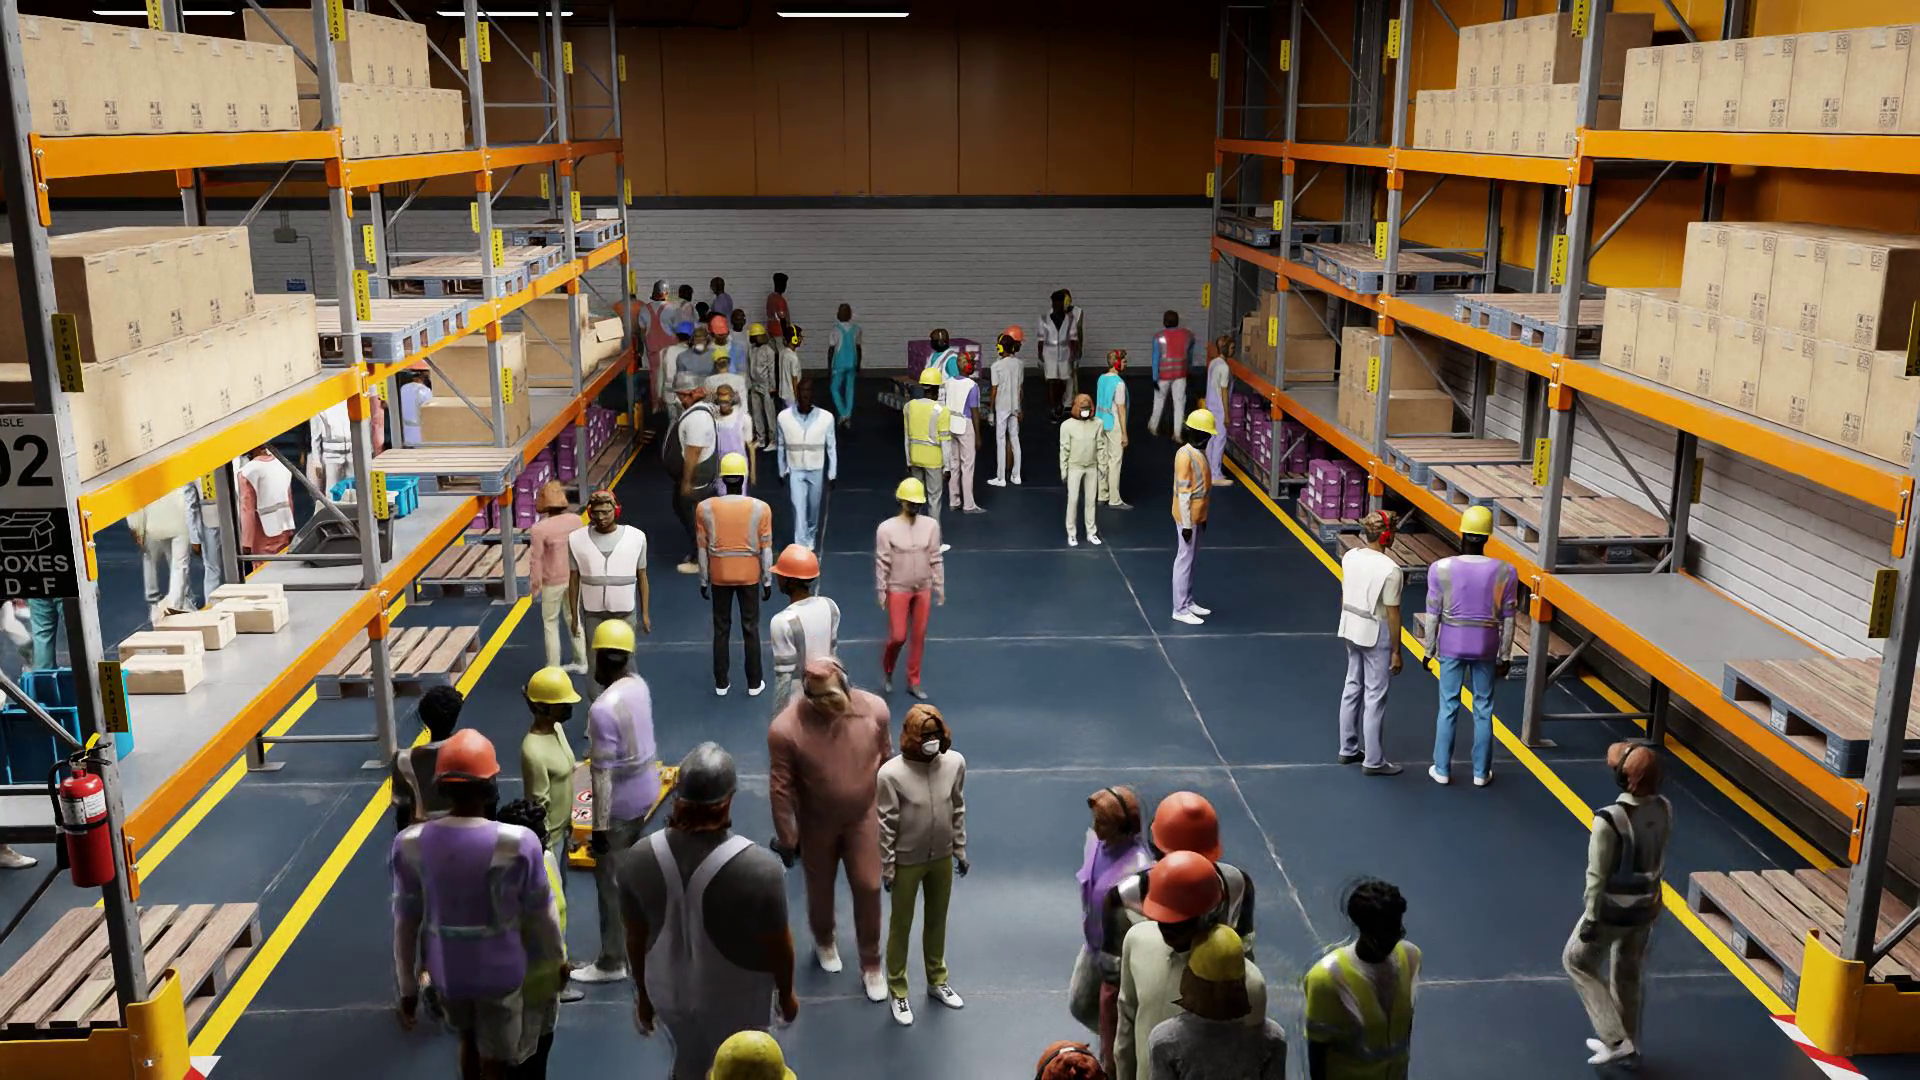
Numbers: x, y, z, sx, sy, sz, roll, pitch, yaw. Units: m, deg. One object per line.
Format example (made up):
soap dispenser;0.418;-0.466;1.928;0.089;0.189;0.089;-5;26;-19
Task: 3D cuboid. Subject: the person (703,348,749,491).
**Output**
person;-2.814;-1.438;20.031;0.561;1.708;0.860;0;14;-2

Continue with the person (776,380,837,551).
person;-1.551;-0.720;16.907;0.603;1.880;1.016;-2;14;-6

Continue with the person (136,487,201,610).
person;-7.046;-0.103;14.869;0.565;1.687;0.933;-3;15;-11

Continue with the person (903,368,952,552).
person;-0.321;-0.826;17.216;0.584;1.918;0.408;10;17;34

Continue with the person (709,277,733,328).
person;-3.826;-3.270;26.786;0.362;1.932;0.630;3;15;10

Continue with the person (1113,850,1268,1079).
person;0.785;2.018;5.915;0.620;1.986;0.410;14;20;43

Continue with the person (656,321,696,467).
person;-3.510;-1.807;21.053;0.633;1.917;0.477;5;15;20

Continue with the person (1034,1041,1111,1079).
person;0.323;2.342;4.853;0.576;1.880;0.360;0;14;-1

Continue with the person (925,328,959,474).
person;-0.241;-1.763;21.048;0.430;1.839;0.619;-8;16;-28

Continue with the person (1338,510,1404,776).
person;2.800;0.699;11.360;0.389;1.846;0.567;-7;16;-25

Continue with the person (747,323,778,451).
person;-2.690;-2.064;22.441;0.489;1.735;0.342;12;19;40

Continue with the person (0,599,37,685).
person;-7.555;0.307;12.860;0.584;1.885;0.973;0;14;1

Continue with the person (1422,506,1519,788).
person;3.396;0.718;11.125;0.585;1.928;0.369;3;15;12

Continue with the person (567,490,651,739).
person;-2.534;0.523;12.053;0.572;1.843;0.373;-2;14;-9

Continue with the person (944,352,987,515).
person;0.029;-1.204;18.830;0.392;1.847;0.563;-10;18;-35

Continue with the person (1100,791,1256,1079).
person;0.834;1.894;6.321;0.617;2.028;0.410;-4;15;-14

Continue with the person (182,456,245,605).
person;-6.414;-0.099;14.385;0.411;1.906;0.602;7;16;27

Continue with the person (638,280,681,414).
person;-4.474;-2.926;25.205;0.681;2.000;0.538;4;15;17

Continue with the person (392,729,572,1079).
person;-1.962;1.732;6.967;0.629;2.008;0.911;2;14;7

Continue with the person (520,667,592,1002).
person;-2.059;1.485;8.453;0.341;1.760;0.525;0;14;-2

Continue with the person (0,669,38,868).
person;-5.754;1.097;9.681;0.409;1.908;0.639;1;14;5

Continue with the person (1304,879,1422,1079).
person;1.489;2.039;6.469;0.527;1.665;0.763;-7;16;-25

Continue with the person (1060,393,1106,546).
person;1.283;-0.739;17.453;0.504;1.622;0.296;-5;15;-19

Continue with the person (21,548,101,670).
person;-6.929;0.309;12.773;0.651;1.906;0.404;0;14;0

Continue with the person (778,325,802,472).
person;-2.130;-1.788;21.101;0.327;1.863;0.511;-7;16;-25

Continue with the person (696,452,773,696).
person;-1.739;0.273;12.903;0.581;1.919;0.397;-1;14;-5

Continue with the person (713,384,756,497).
person;-2.351;-0.667;16.768;0.511;1.827;0.556;2;14;8

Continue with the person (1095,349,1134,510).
person;1.746;-1.264;19.068;0.390;1.847;0.566;-6;15;-22

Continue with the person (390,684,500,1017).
person;-2.578;1.559;8.359;0.537;1.667;0.700;-2;14;-8

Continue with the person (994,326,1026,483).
person;0.625;-1.674;20.519;0.390;1.928;0.545;-5;15;-20

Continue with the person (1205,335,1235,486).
person;3.173;-1.581;20.331;0.336;1.839;0.513;-3;15;-10
